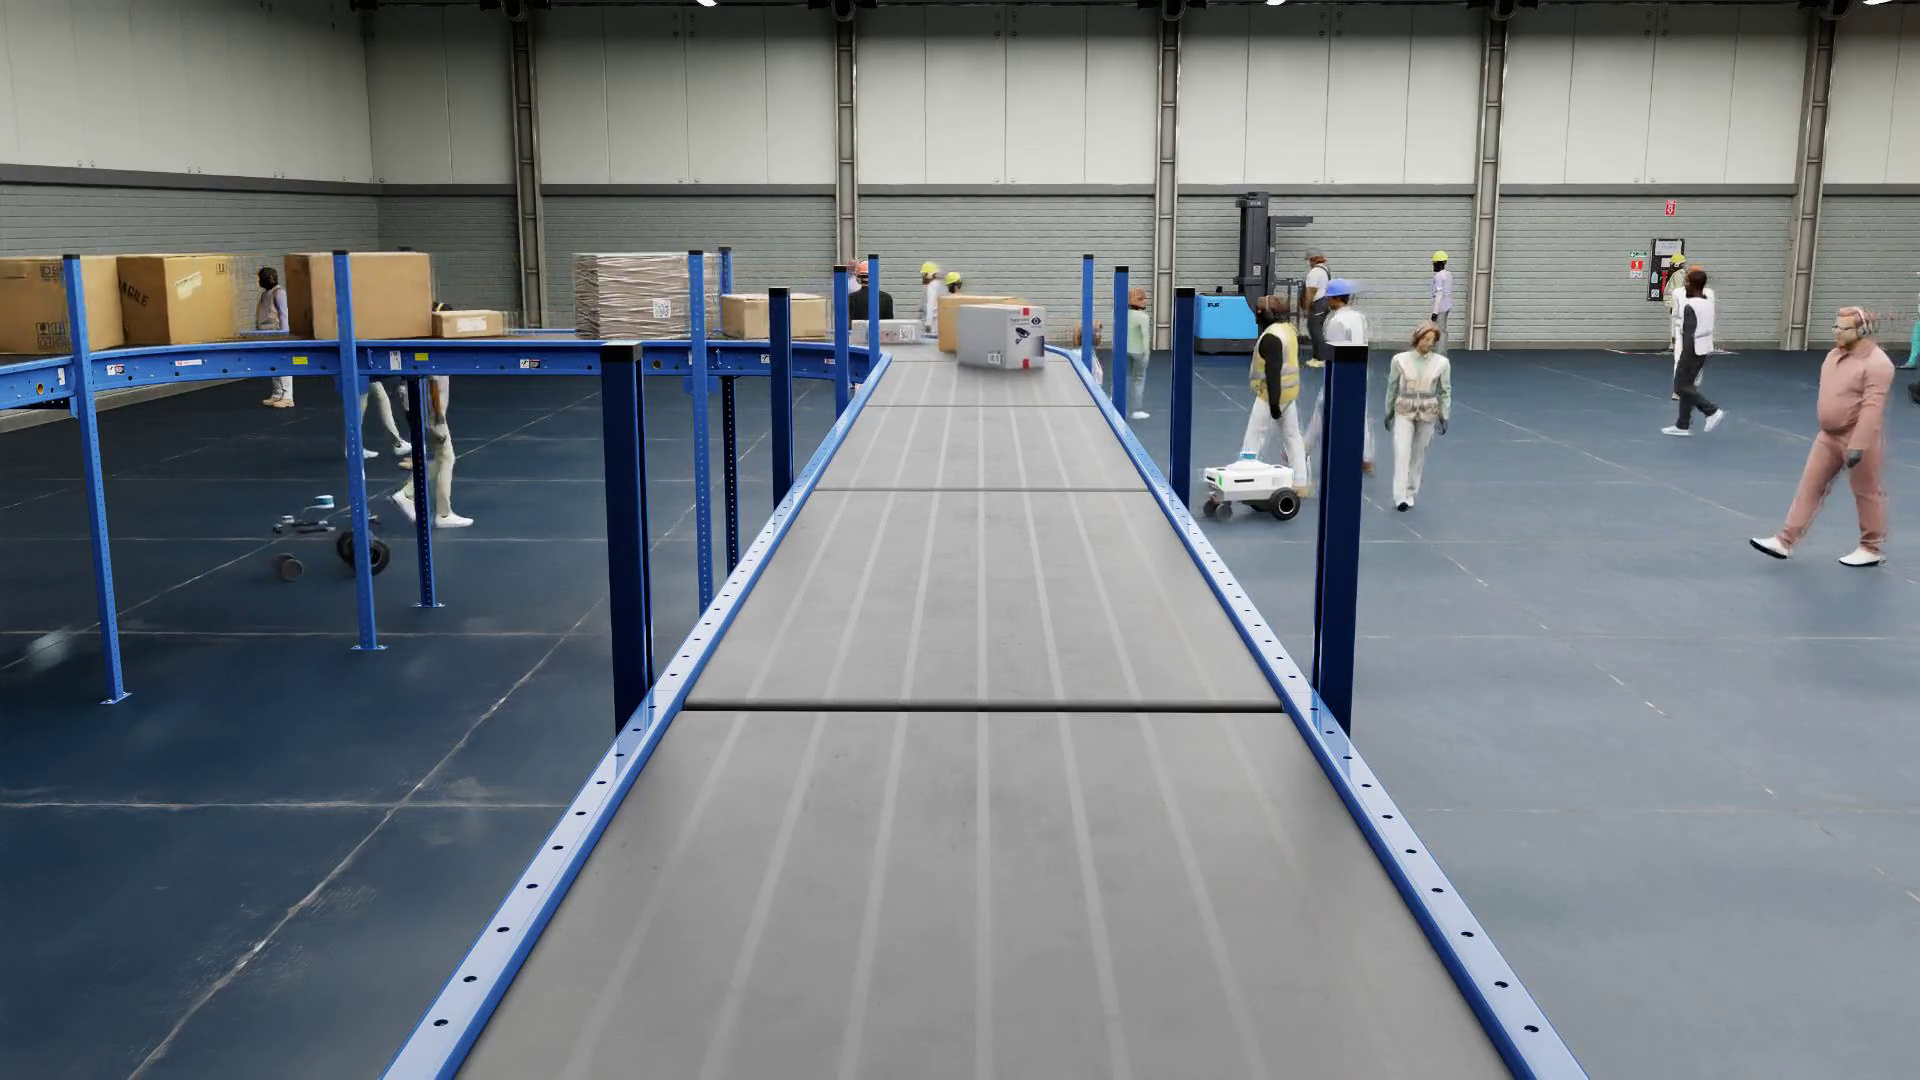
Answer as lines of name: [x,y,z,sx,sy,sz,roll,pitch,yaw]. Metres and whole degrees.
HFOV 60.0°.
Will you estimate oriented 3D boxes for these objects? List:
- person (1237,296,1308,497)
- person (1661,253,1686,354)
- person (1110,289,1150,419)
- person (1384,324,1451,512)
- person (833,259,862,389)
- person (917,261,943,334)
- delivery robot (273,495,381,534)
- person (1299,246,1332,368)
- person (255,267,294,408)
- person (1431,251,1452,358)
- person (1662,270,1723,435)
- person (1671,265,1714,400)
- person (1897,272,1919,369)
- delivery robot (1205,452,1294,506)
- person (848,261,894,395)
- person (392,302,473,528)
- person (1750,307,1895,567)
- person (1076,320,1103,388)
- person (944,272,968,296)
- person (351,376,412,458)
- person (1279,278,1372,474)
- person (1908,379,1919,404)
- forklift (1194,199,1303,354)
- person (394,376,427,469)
person: [2.738,-1.288,14.960,0.916,1.795,0.660,6,13,29]
person: [13.137,-4.345,30.590,0.404,1.831,0.601,5,12,25]
person: [2.141,-2.315,20.706,0.459,1.615,0.514,-9,14,-40]
person: [3.890,-1.026,14.133,0.535,1.586,0.866,2,11,11]
person: [-1.561,-3.148,24.318,0.641,1.888,0.451,8,14,37]
person: [-0.391,-3.417,25.863,0.650,1.817,0.602,0,11,2]
delivery robot: [-4.484,-0.197,11.769,0.698,0.223,0.335,-7,13,-31]
person: [6.004,-3.926,28.011,0.579,2.000,0.697,6,12,27]
person: [-9.098,-2.688,22.055,0.429,1.840,0.634,-10,15,-41]
person: [8.107,-3.915,28.137,0.384,1.928,0.588,7,13,31]
person: [8.459,-2.138,19.076,0.595,1.902,0.619,-11,15,-44]
person: [10.192,-2.897,23.151,0.581,1.847,0.951,8,14,37]
person: [16.010,-3.676,27.412,0.756,1.744,0.531,7,13,32]
delivery robot: [2.431,-0.499,13.988,0.707,0.478,0.477,-3,11,-14]
person: [-1.072,-2.249,19.408,0.623,1.989,0.391,-3,12,-17]
person: [-4.255,-0.993,13.353,0.517,1.833,0.582,-5,12,-26]
person: [6.245,-0.724,11.909,0.982,1.854,0.659,-2,11,-10]
person: [1.057,-1.153,14.781,0.819,1.607,0.530,2,11,12]
person: [-0.060,-2.827,23.009,0.565,1.730,0.593,-11,15,-43]
person: [-6.078,-1.781,17.406,0.828,1.834,0.549,-6,12,-27]
person: [3.661,-1.616,16.391,0.986,1.892,0.618,9,14,39]
person: [13.009,-2.677,21.802,0.538,1.917,0.830,-8,14,-36]
forklift: [5.313,-4.851,30.603,1.873,2.768,1.129,0,11,1]
person: [-5.530,-1.570,16.679,0.320,1.698,0.531,-1,11,-7]
